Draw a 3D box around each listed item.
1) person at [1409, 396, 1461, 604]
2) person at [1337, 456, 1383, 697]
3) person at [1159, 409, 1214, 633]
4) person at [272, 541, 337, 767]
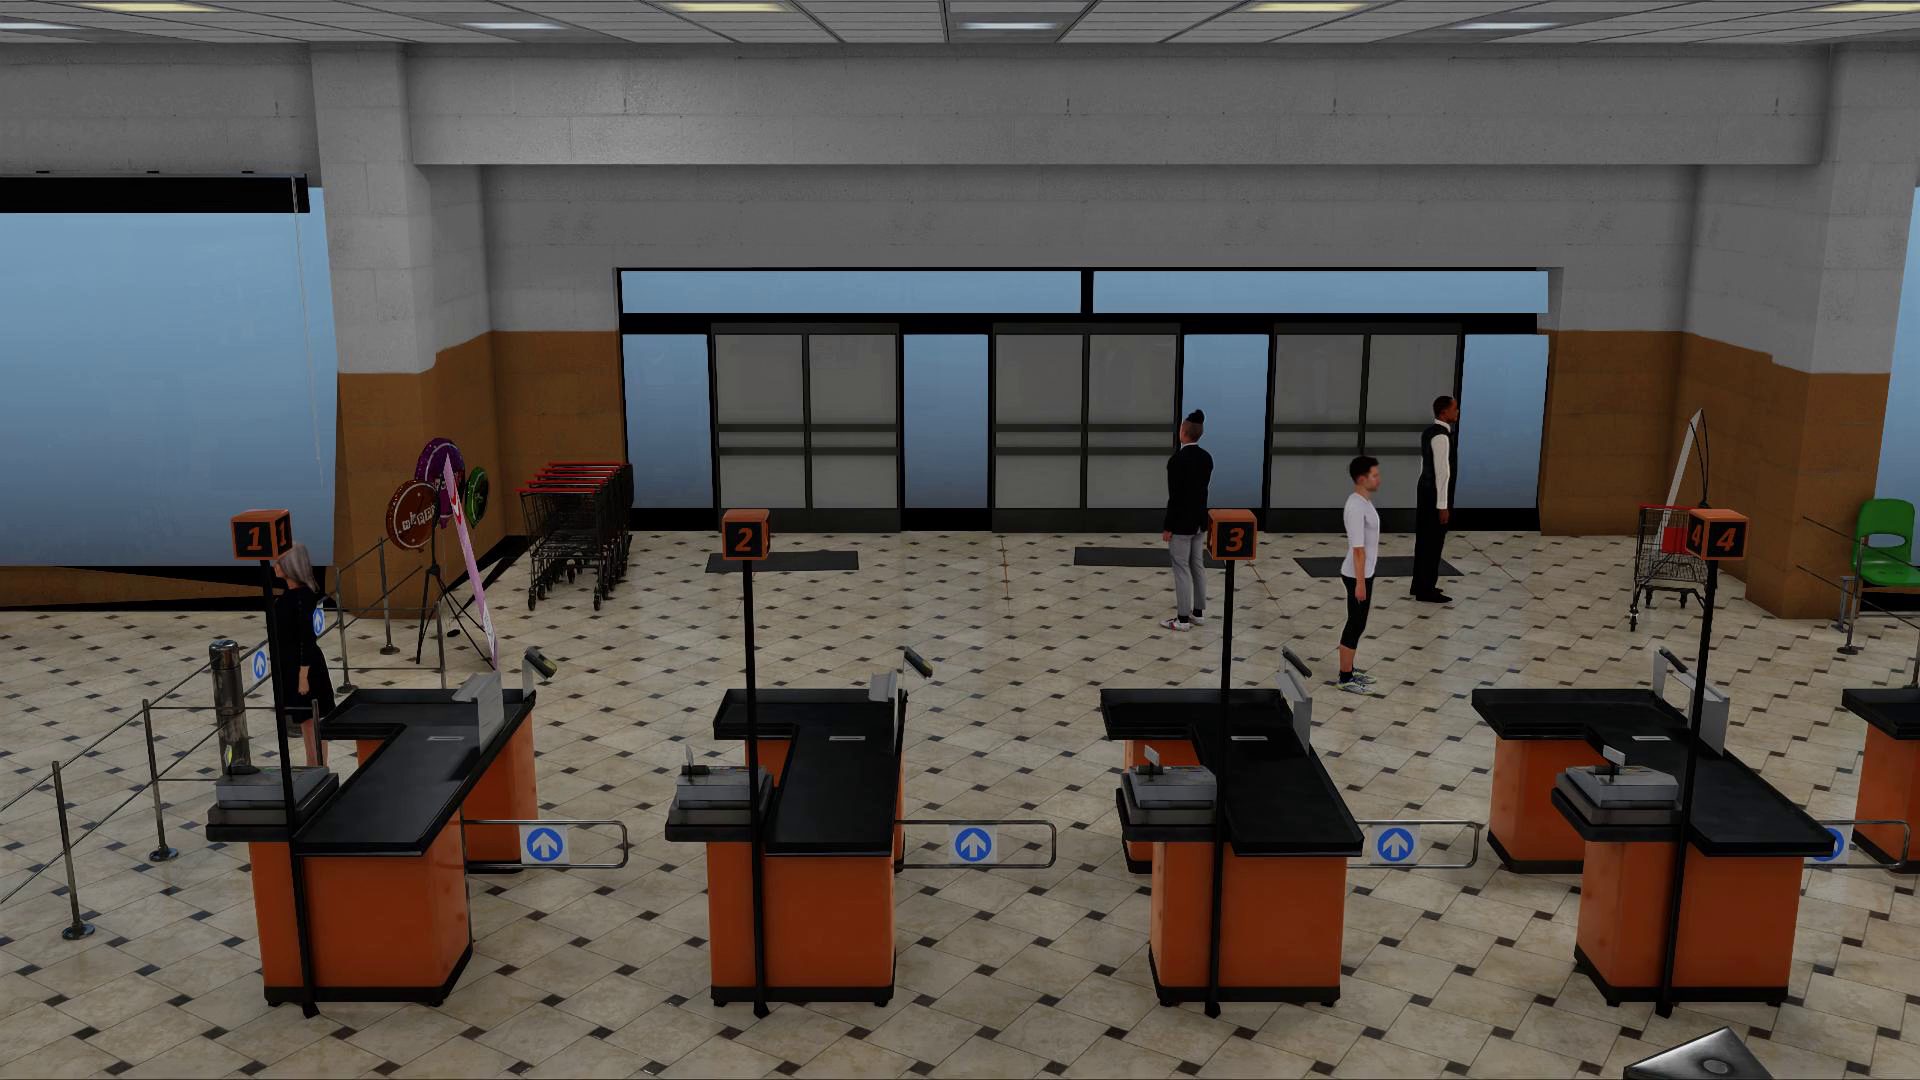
[{"bbox_3d":[4.422,-0.395,15.502,0.751,1.917,0.499,0,14,1],"label":"person"},{"bbox_3d":[3.106,0.256,12.957,0.797,1.851,0.600,4,14,16],"label":"person"},{"bbox_3d":[1.996,-0.183,14.558,0.843,1.950,0.782,13,19,43],"label":"person"},{"bbox_3d":[-4.249,0.852,10.724,0.760,1.747,0.675,-9,16,-34],"label":"person"}]
